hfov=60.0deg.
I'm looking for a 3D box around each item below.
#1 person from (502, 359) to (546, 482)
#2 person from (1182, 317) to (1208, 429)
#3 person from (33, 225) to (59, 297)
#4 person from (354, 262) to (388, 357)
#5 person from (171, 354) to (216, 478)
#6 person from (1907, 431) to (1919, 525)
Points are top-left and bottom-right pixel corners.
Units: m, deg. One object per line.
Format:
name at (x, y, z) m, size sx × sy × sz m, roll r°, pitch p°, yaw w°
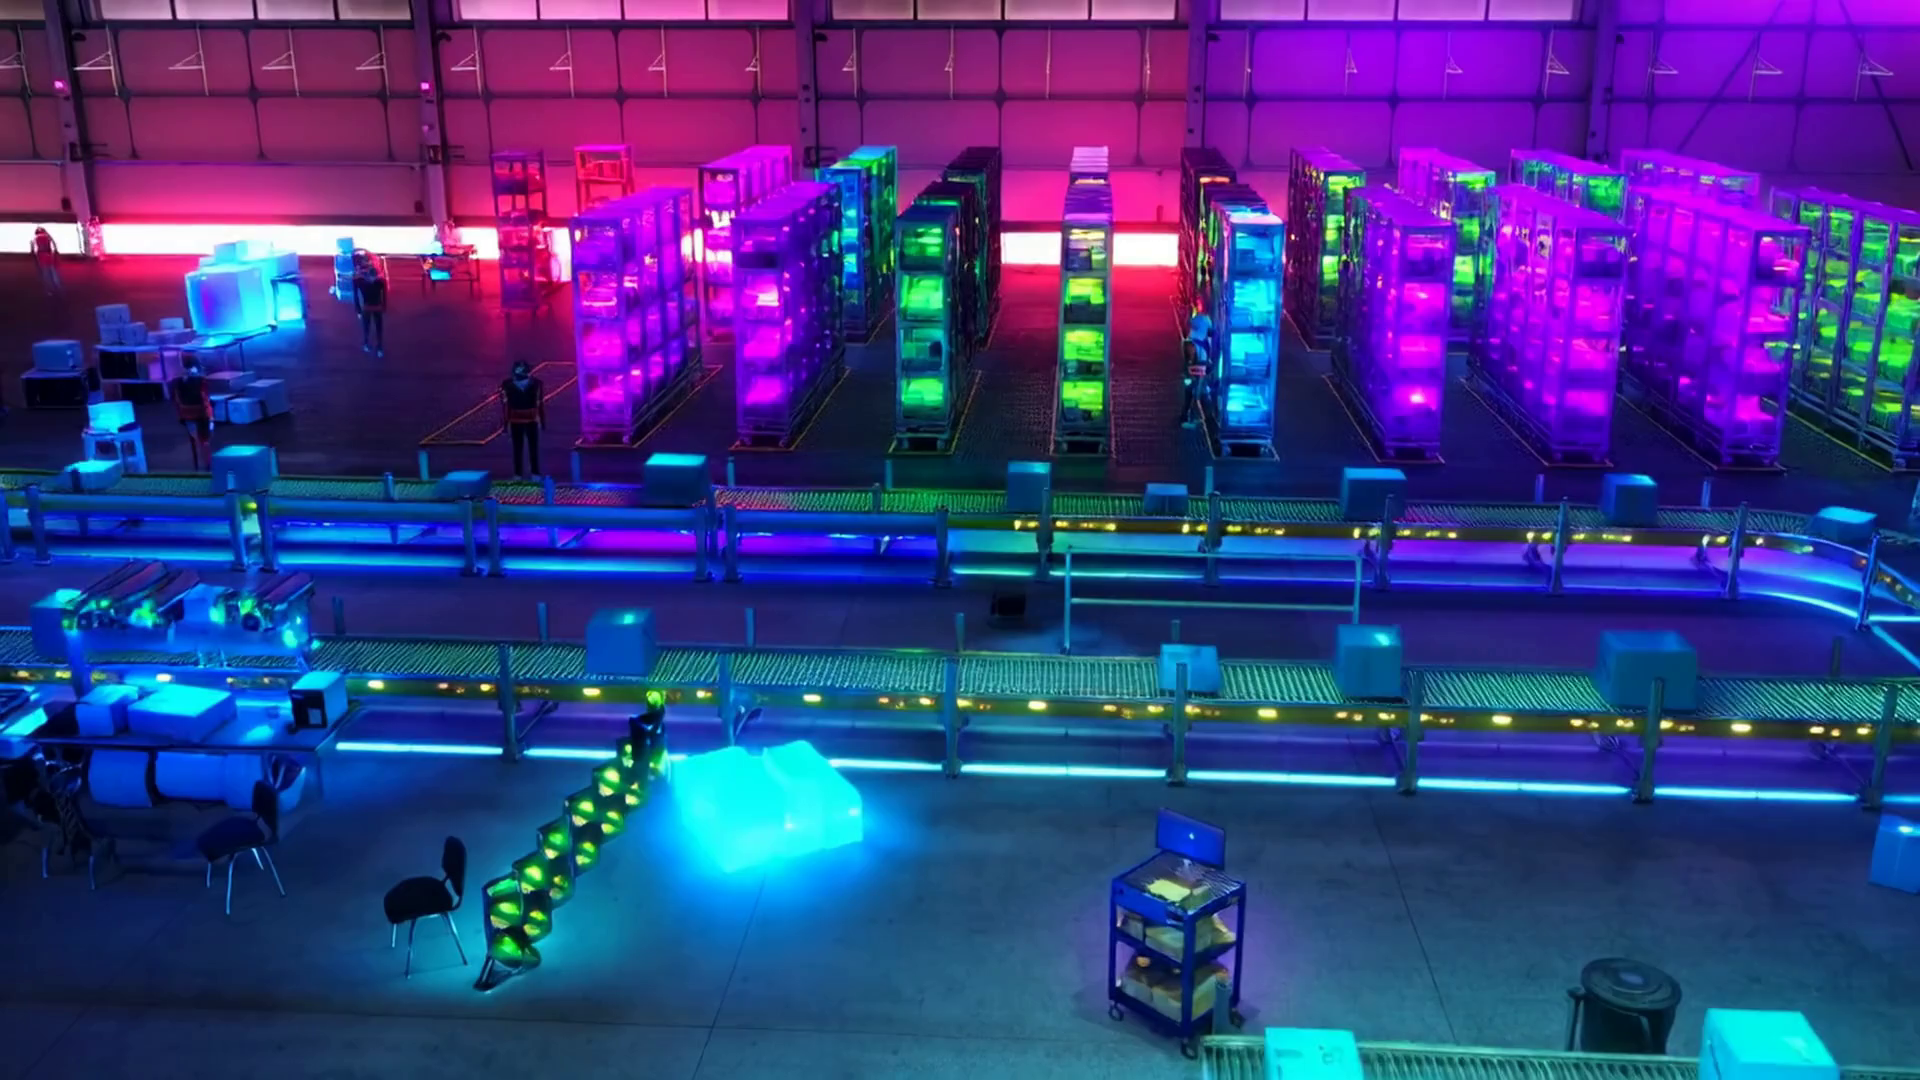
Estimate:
person at (-6.277, -1.710, 23.970) m, size 0.572 × 1.840 × 0.373 m, roll -5°, pitch 18°, yaw -17°
person at (3.869, -2.758, 27.317) m, size 0.404 × 1.829 × 0.591 m, roll 11°, pitch 21°, yaw 32°
person at (-21.997, -6.712, 40.005) m, size 0.432 × 1.727 × 0.513 m, roll 14°, pitch 22°, yaw 38°
person at (-11.641, -4.567, 32.958) m, size 0.662 × 1.886 × 0.459 m, roll -12°, pitch 21°, yaw -33°
person at (-11.140, -1.805, 24.291) m, size 0.600 × 1.829 × 0.404 m, roll 4°, pitch 18°, yaw 12°
person at (12.934, -1.140, 21.911) m, size 0.611 × 1.996 × 0.378 m, roll 11°, pitch 20°, yaw 31°
